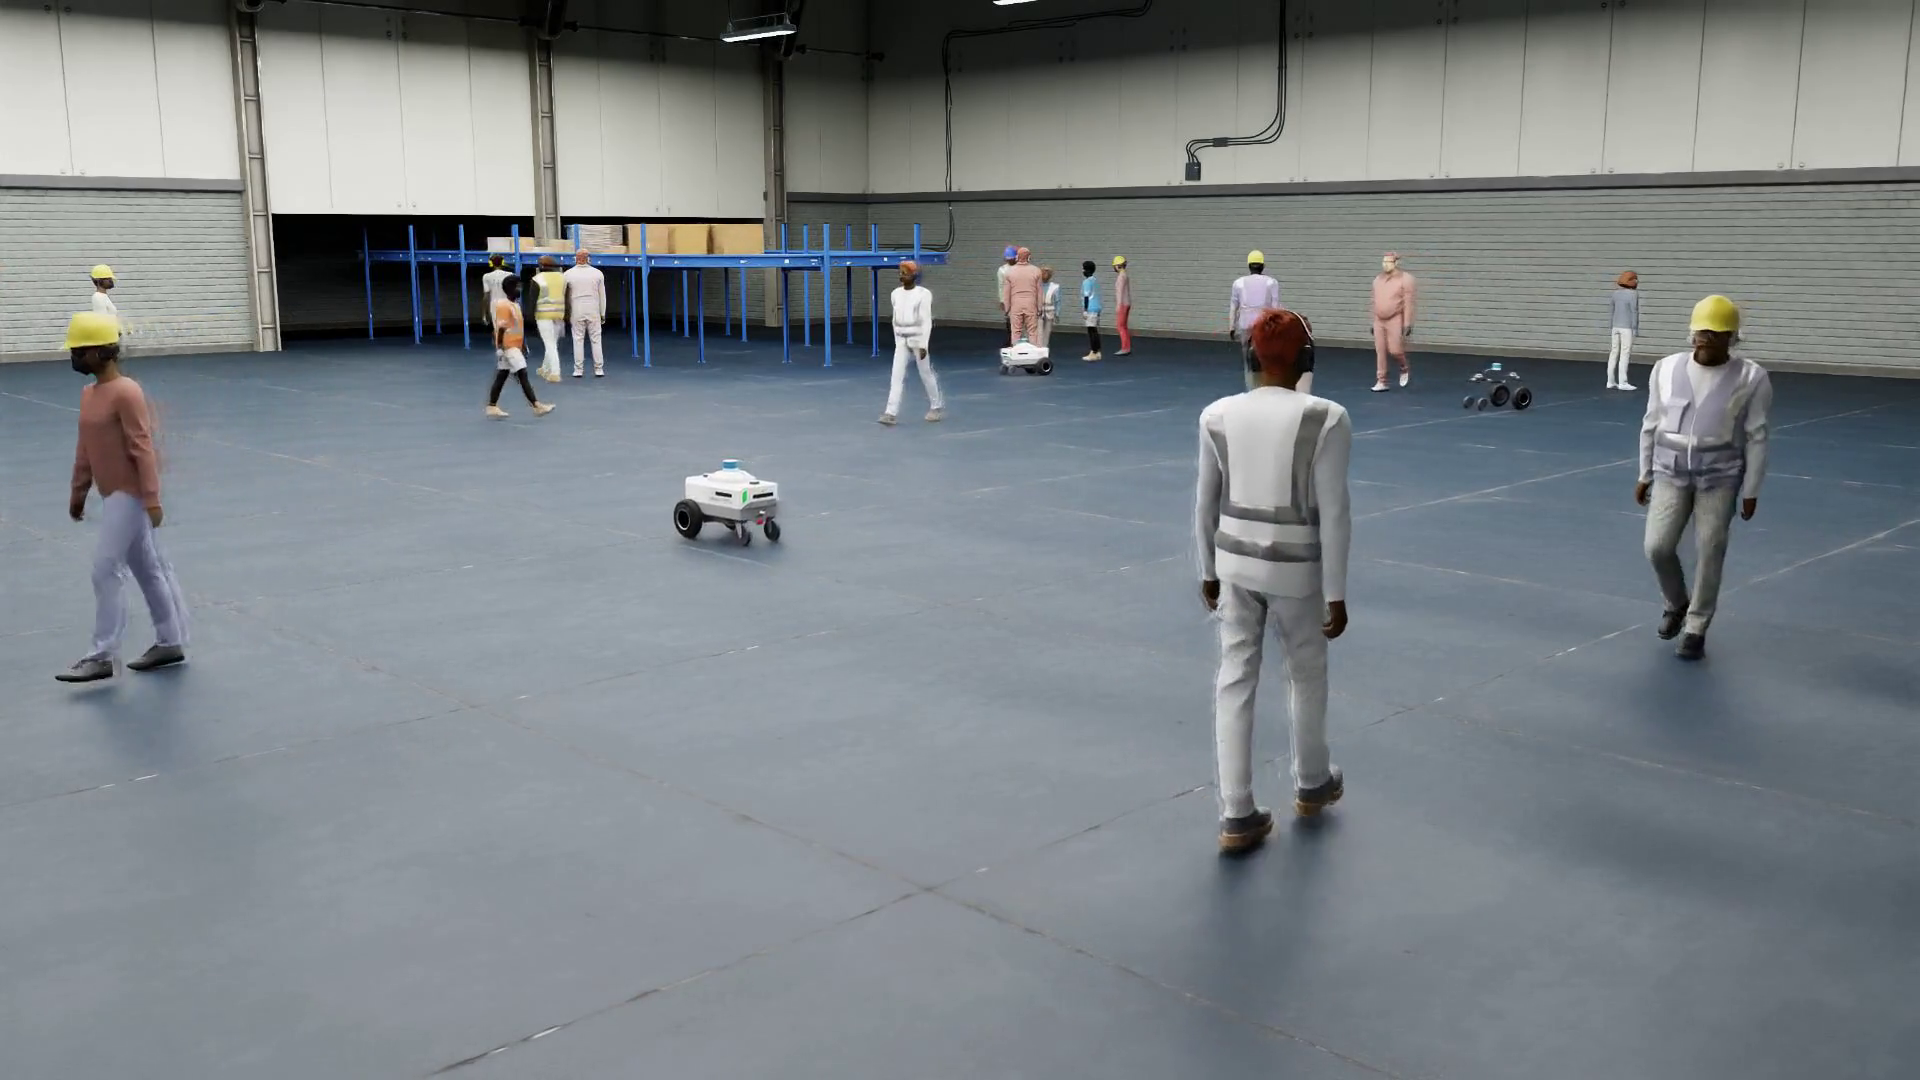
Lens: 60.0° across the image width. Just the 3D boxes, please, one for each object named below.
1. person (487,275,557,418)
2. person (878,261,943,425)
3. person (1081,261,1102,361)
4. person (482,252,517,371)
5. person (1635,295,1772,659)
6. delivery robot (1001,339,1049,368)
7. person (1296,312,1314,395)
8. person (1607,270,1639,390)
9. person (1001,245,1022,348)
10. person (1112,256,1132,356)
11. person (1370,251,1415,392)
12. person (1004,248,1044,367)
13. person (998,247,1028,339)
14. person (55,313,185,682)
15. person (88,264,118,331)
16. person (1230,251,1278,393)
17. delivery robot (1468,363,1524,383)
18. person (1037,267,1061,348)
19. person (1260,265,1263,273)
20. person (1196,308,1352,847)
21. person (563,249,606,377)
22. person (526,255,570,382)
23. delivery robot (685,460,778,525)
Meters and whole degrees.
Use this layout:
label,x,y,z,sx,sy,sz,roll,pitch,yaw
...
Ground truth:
label,x,y,z,sx,sy,sz,roll,pitch,yaw
person,-5.091,-2.216,19.157,0.869,1.642,0.550,0,10,-2
person,-0.534,-2.235,18.816,0.593,1.831,1.025,7,13,34
person,2.220,-3.874,28.140,0.358,1.677,0.544,5,12,26
person,-7.085,-3.501,25.628,0.573,1.851,0.455,-6,12,-31
person,3.715,-0.318,8.361,0.618,1.818,0.416,8,13,37
delivery robot,0.990,-2.829,25.368,0.707,0.478,0.477,-5,12,-26
person,2.156,-0.657,10.759,0.494,1.617,0.506,-6,12,-30
person,9.145,-2.891,22.903,0.267,1.632,0.507,-3,11,-18
person,1.021,-4.589,31.356,0.557,1.926,0.546,-10,14,-43
person,2.853,-4.154,29.494,0.373,1.746,0.535,3,11,15
person,5.855,-2.963,22.581,0.543,1.892,0.668,-9,14,-40
person,1.024,-3.736,26.764,0.636,1.911,0.406,0,10,2
person,1.006,-4.338,30.083,0.651,1.894,0.551,1,10,7
person,-4.106,-0.199,7.913,0.558,1.735,0.760,10,14,43
person,-9.958,-2.322,19.431,0.304,1.772,0.525,-5,11,-24
person,3.843,-2.820,21.799,0.617,1.889,0.896,1,10,7
delivery robot,6.601,-2.058,20.455,0.698,0.223,0.335,-4,11,-20
person,1.364,-3.631,27.042,0.517,1.593,0.863,-1,10,-5
person,5.139,-3.992,28.851,0.542,1.650,0.893,0,10,2
person,1.148,0.111,5.926,0.612,1.849,0.868,7,12,32
person,-5.622,-3.397,24.913,0.639,1.910,0.407,-3,11,-17
person,-6.094,-3.238,24.293,0.851,1.811,0.652,8,13,38
delivery robot,-1.608,-0.322,11.697,0.707,0.478,0.477,10,14,43
